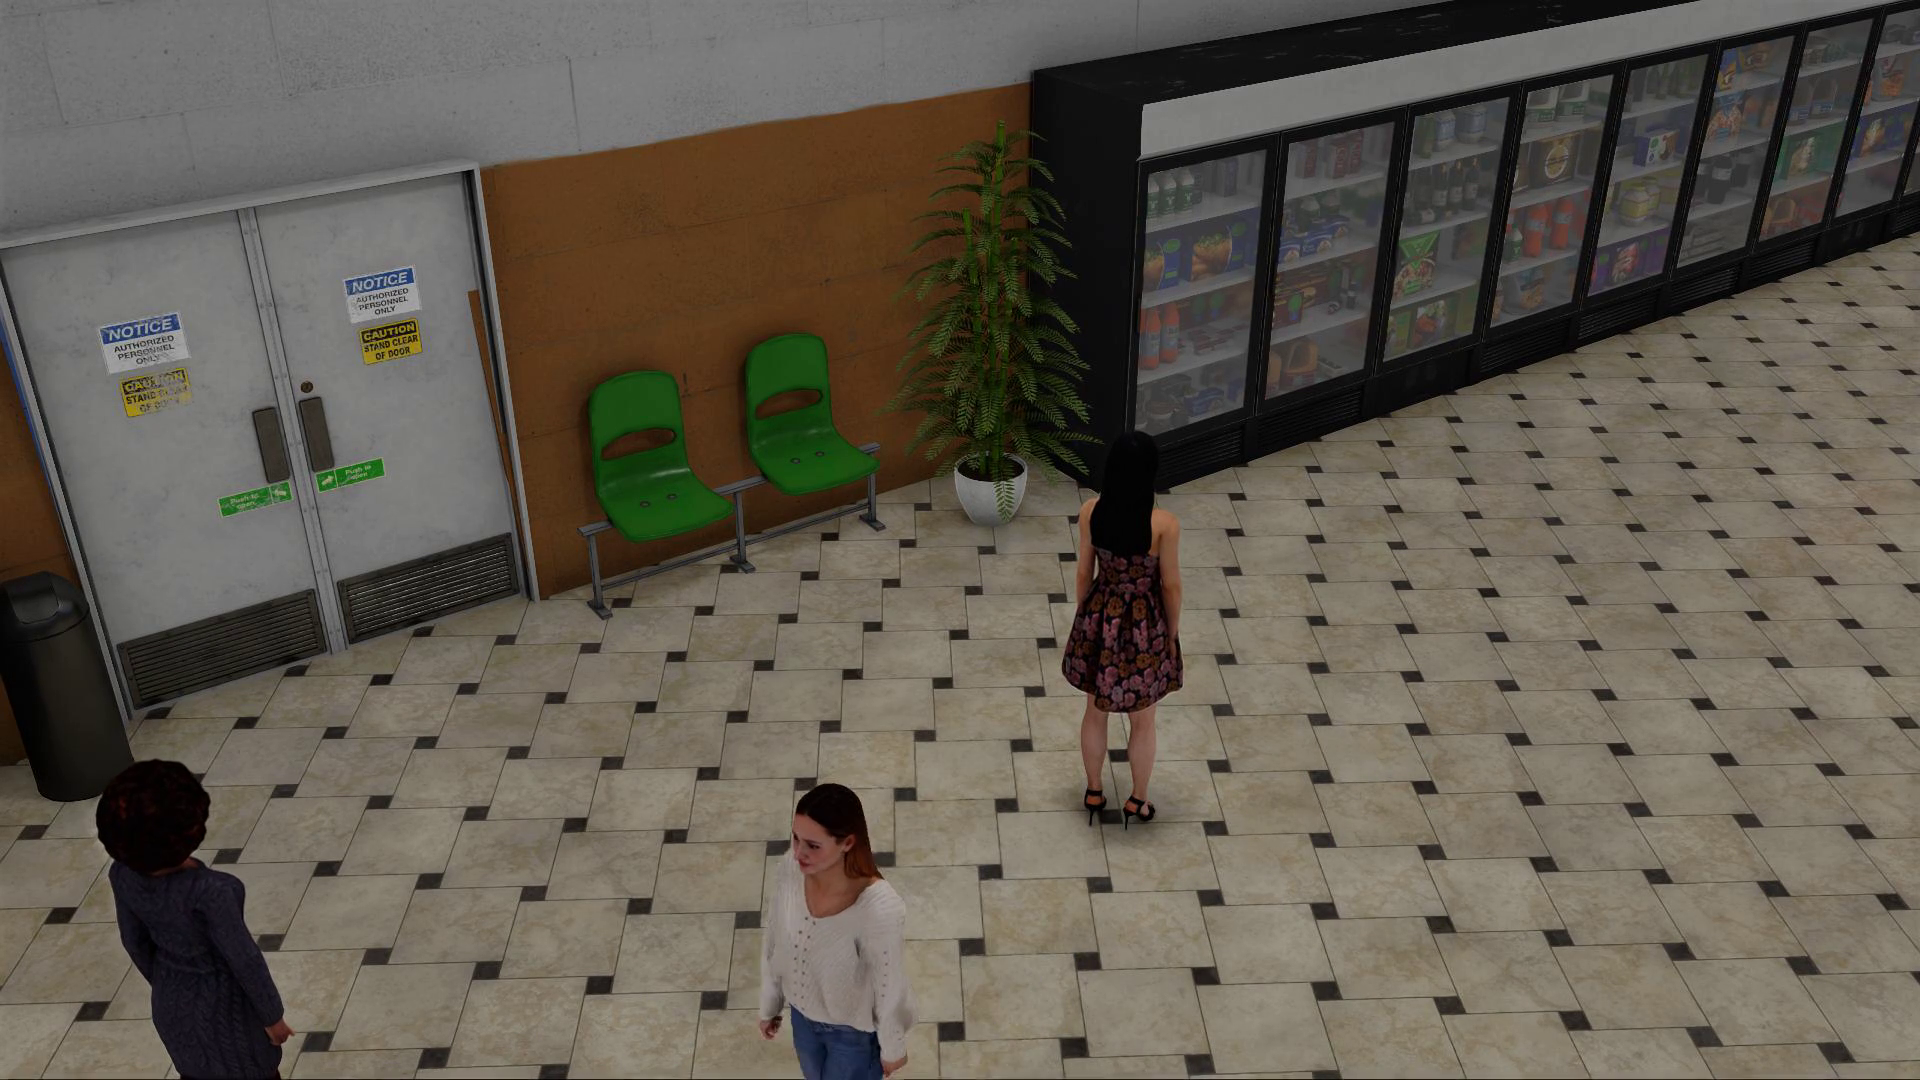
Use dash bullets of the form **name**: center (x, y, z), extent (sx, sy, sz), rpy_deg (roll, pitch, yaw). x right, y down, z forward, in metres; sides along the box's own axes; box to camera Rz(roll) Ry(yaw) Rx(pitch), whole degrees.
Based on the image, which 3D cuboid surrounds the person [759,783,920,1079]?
- **person**: center (-0.300, 1.378, 4.906), extent (0.600, 1.680, 0.739), rpy_deg (24, 37, 37)

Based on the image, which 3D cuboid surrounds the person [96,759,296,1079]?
- **person**: center (-2.197, 1.378, 4.874), extent (0.635, 1.710, 0.732), rpy_deg (10, 30, 17)

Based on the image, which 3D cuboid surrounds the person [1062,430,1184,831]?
- **person**: center (0.656, 0.378, 6.640), extent (0.784, 1.774, 0.860), rpy_deg (10, 30, 18)
